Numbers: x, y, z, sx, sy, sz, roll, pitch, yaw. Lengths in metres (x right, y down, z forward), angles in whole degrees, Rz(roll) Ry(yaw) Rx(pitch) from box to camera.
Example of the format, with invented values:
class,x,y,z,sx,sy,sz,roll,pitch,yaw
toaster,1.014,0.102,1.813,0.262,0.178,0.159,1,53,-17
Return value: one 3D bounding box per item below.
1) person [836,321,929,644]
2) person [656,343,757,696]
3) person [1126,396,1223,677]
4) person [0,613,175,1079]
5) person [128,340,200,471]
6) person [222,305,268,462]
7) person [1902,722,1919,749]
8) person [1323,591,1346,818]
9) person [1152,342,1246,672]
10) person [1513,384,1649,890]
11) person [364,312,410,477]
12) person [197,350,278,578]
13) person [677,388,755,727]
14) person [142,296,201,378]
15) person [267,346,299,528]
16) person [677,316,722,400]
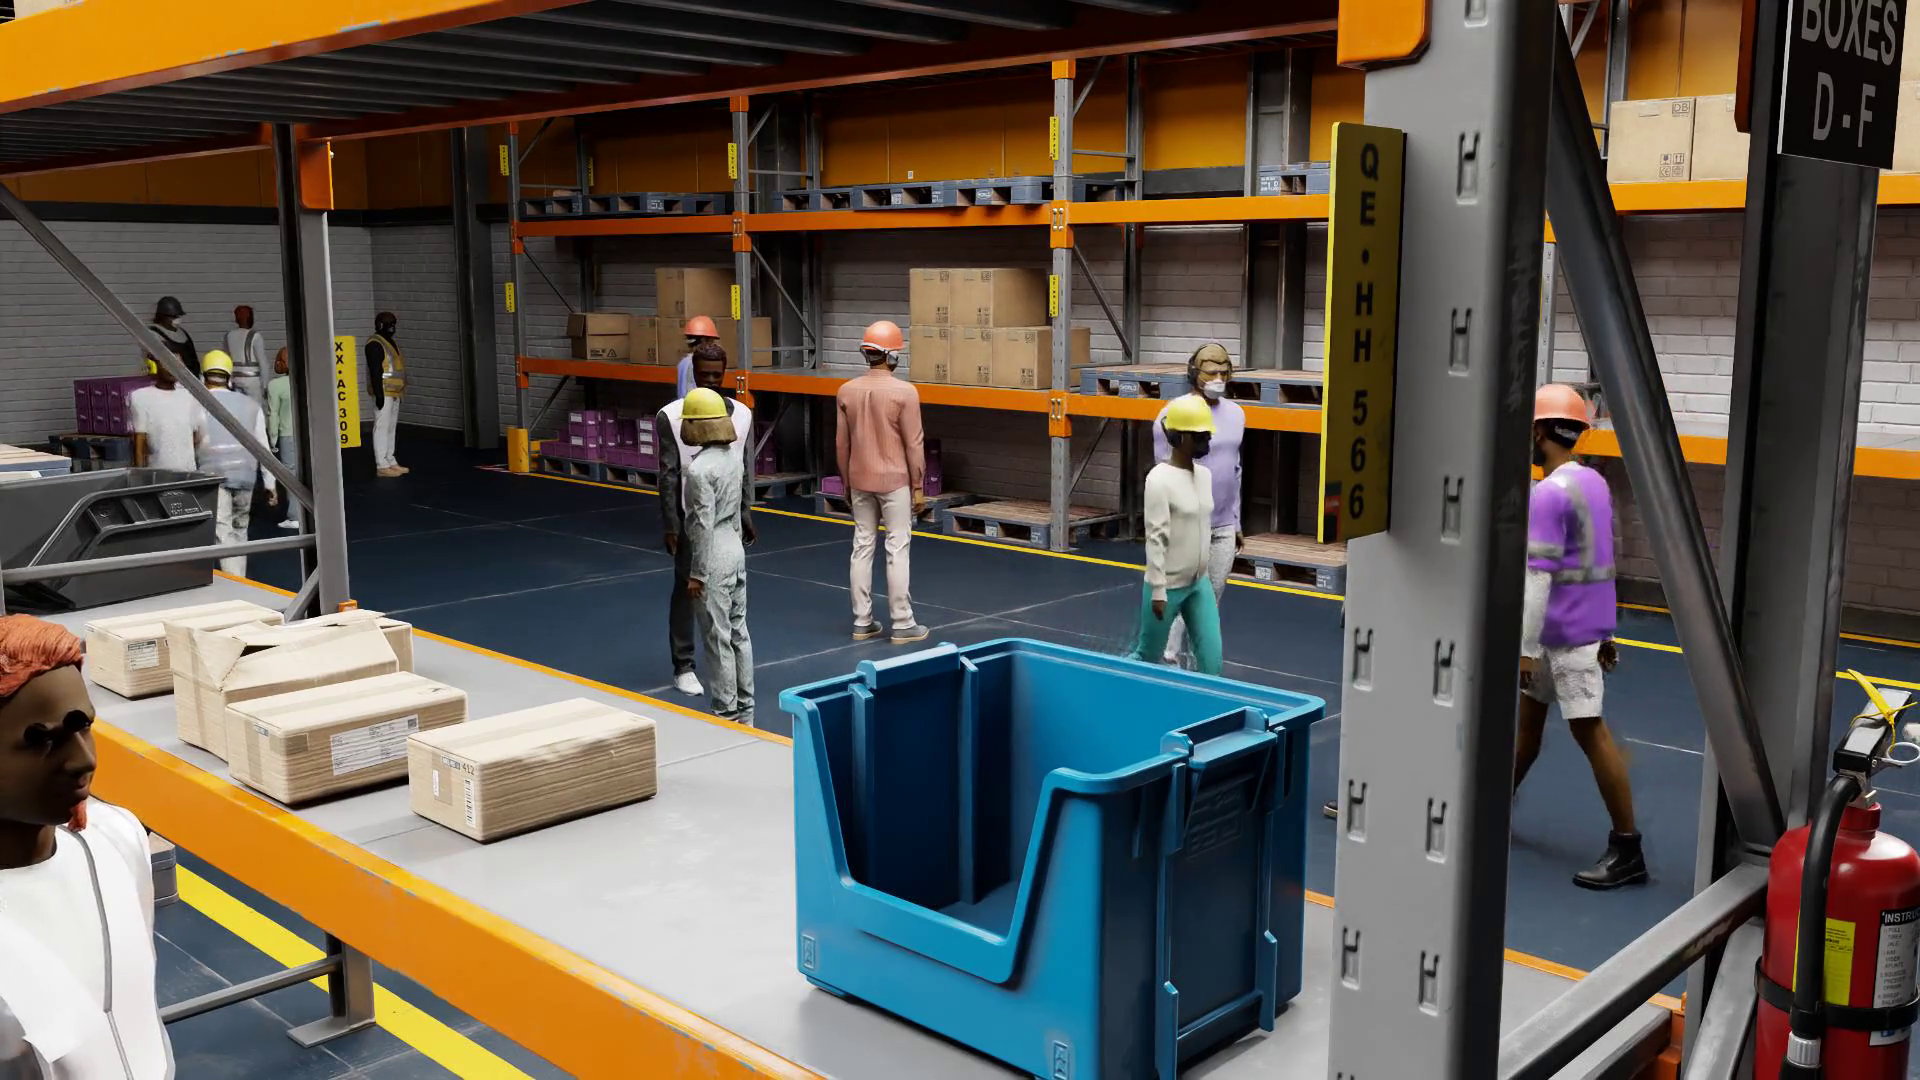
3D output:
class,x,y,z,sx,sy,sz,roll,pitch,yaw
person,-0.475,-0.354,10.318,0.608,1.996,0.380,5,11,29
person,-1.391,-0.122,9.146,0.590,1.916,0.387,-9,13,-42
person,0.974,0.178,7.846,0.838,1.736,0.530,8,12,41
person,-1.224,1.021,2.238,0.343,1.879,0.585,1,9,5
person,-5.302,-0.405,11.092,0.761,1.854,0.522,7,11,35
person,-8.532,-1.864,19.923,0.582,1.882,0.343,3,10,19
person,4.674,0.154,7.253,0.626,1.980,1.096,-4,10,-24
person,1.774,0.239,6.780,0.367,1.962,0.613,-5,10,-27
person,1.264,-0.062,8.713,0.630,1.936,0.369,-8,12,-39
person,2.321,0.350,6.446,0.938,1.871,0.624,7,11,35
person,-6.419,-1.635,18.659,0.430,1.841,0.624,0,9,-1
person,-5.016,-0.410,11.409,0.617,1.775,0.870,-9,13,-43
person,-1.219,0.124,8.168,0.325,1.740,0.493,3,10,15
person,-8.668,-1.693,18.395,0.543,2.000,0.693,2,9,12
person,-5.960,-0.918,14.924,0.287,1.626,0.497,7,12,38
person,-2.132,-0.893,13.823,0.408,1.925,0.605,-5,10,-27
